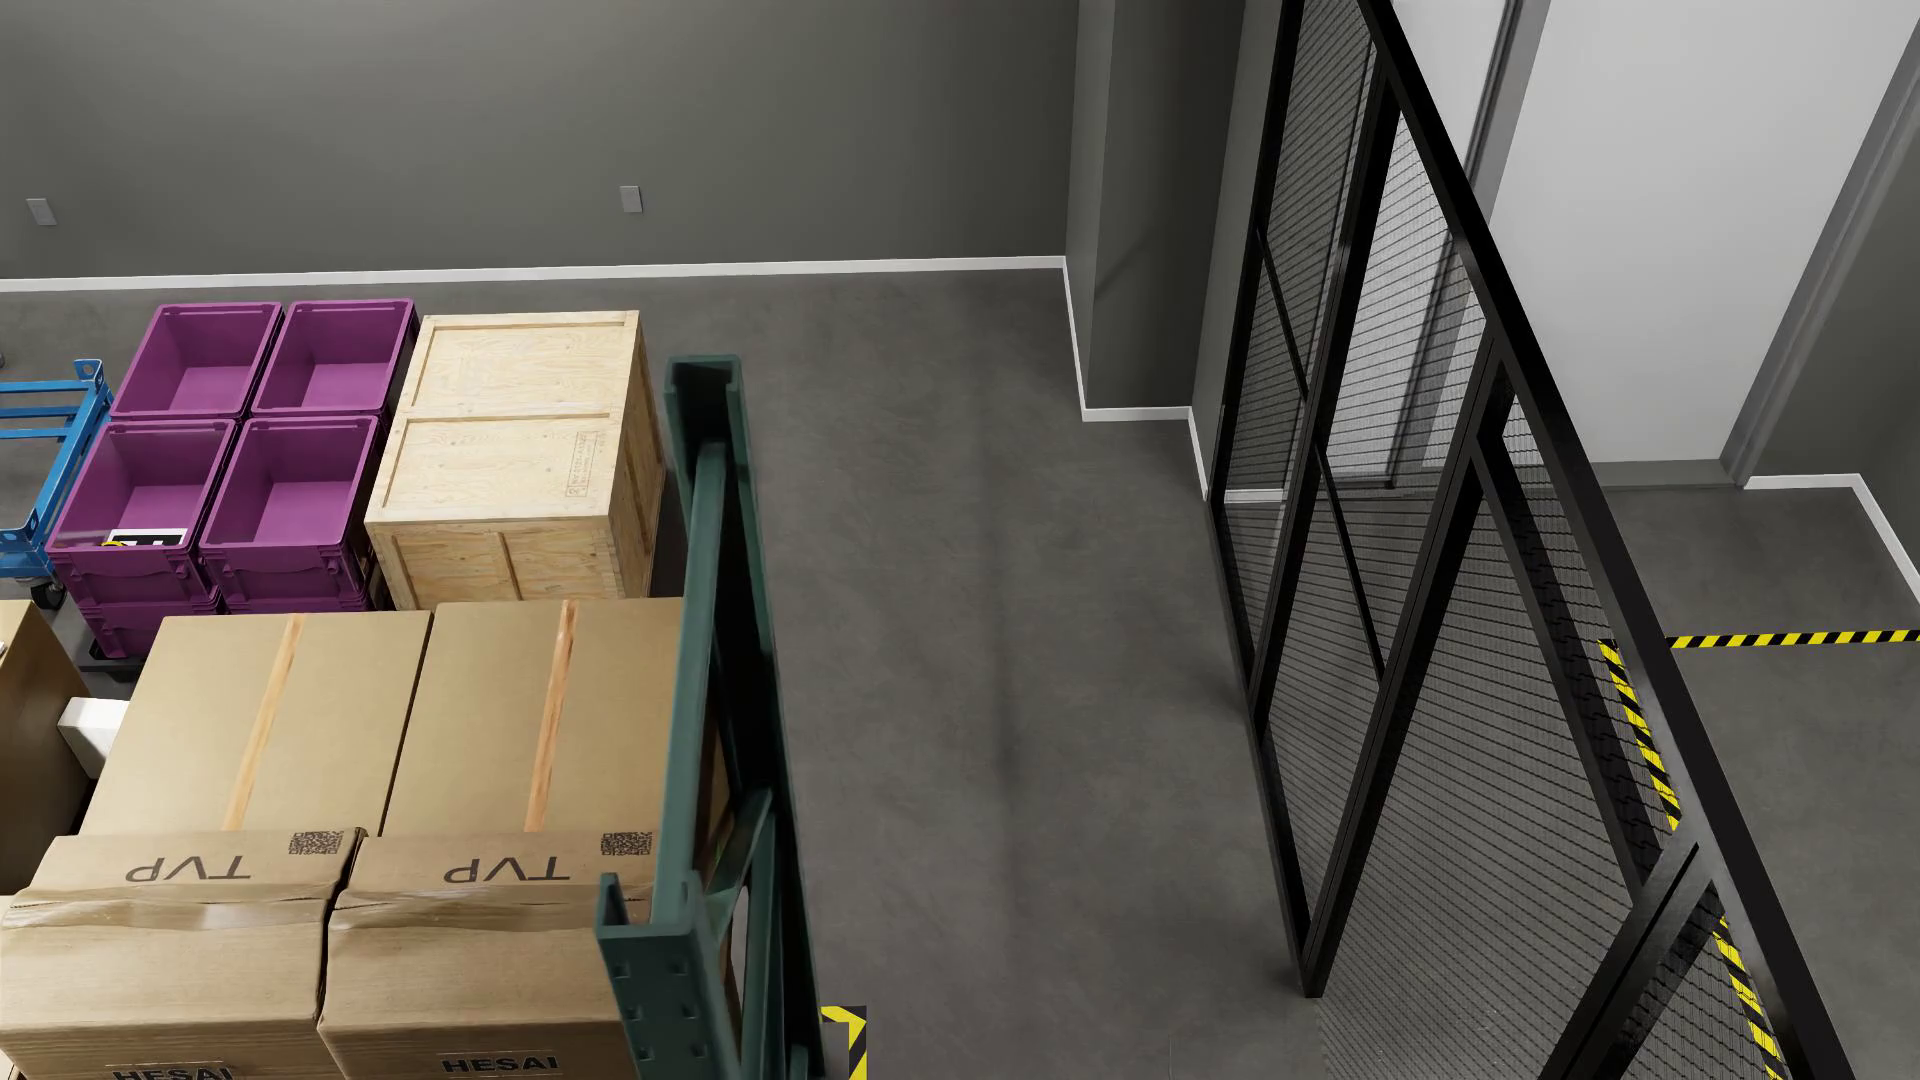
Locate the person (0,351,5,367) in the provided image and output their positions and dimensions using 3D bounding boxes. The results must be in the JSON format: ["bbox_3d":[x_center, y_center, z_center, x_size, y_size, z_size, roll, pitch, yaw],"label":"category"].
[{"bbox_3d":[-4.036,-1.273,5.972,0.371,1.941,0.627,-3,46,-3],"label":"person"}]
